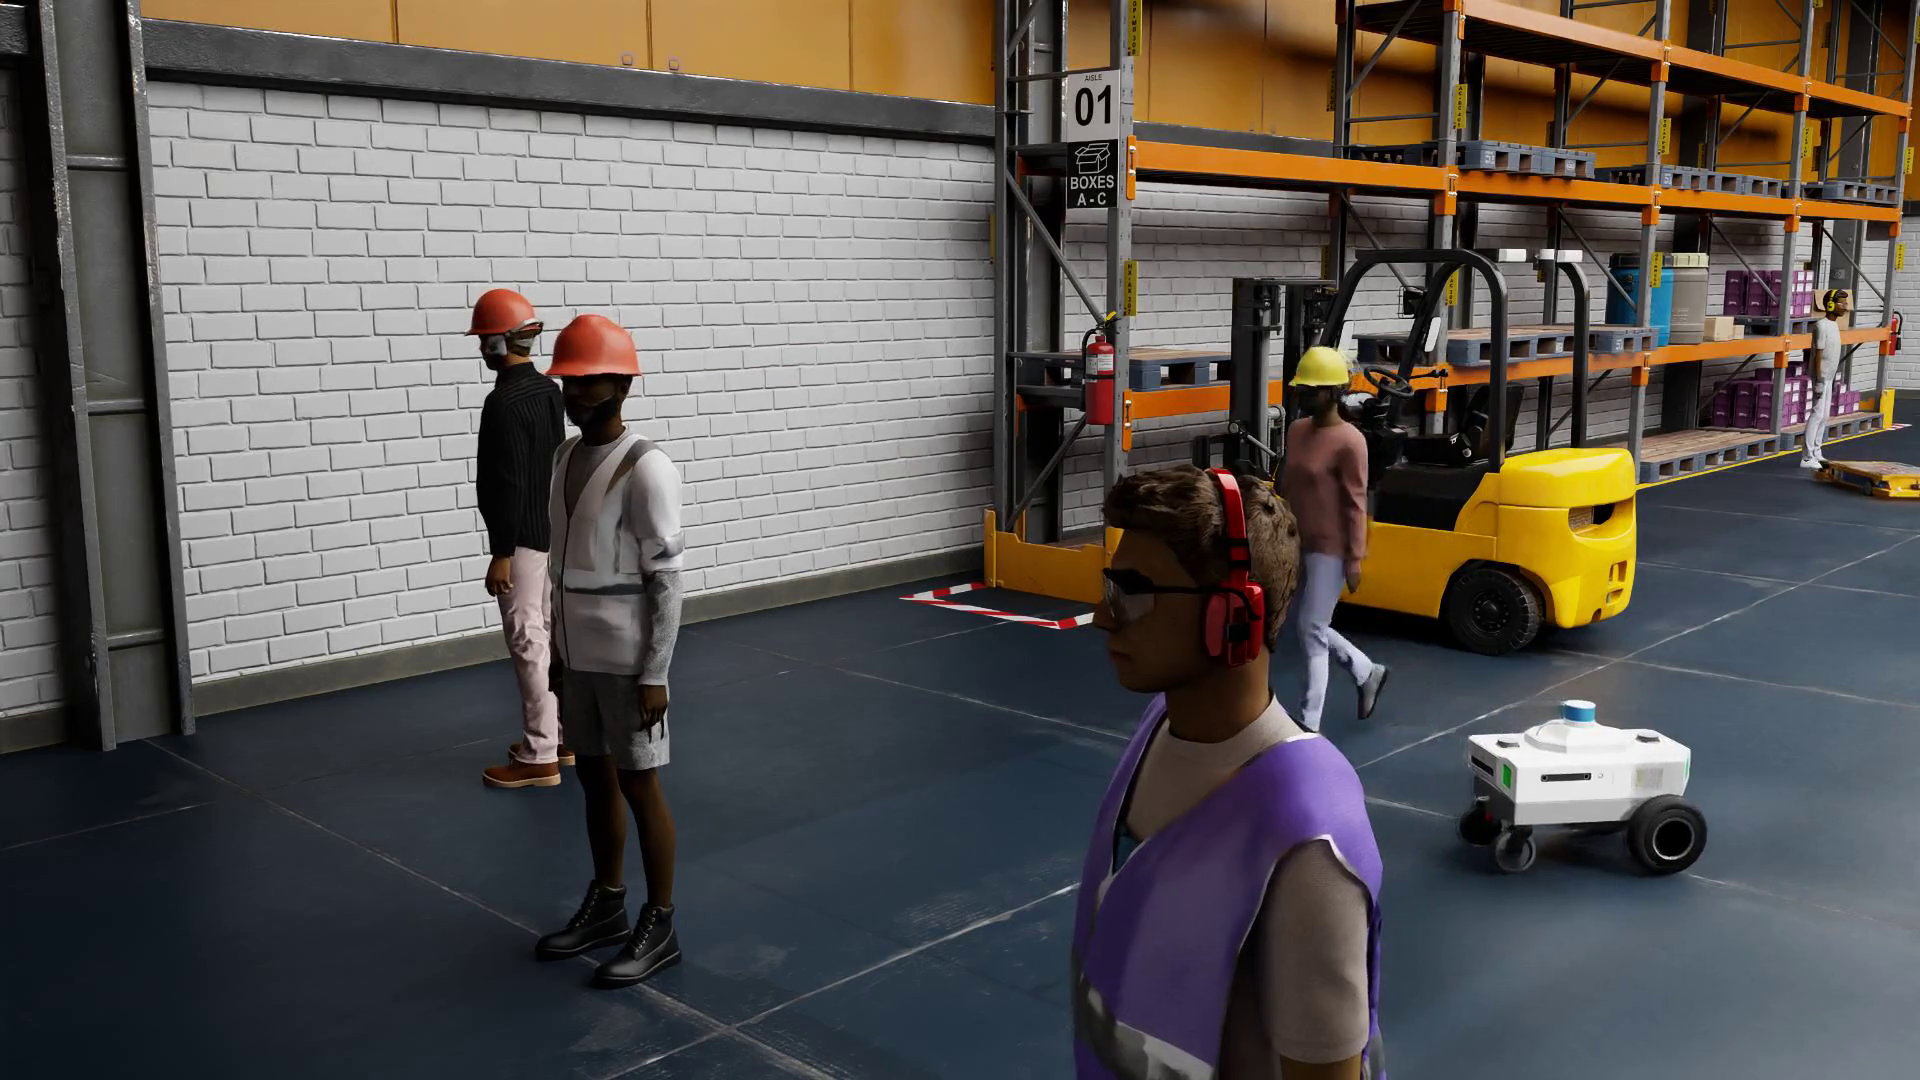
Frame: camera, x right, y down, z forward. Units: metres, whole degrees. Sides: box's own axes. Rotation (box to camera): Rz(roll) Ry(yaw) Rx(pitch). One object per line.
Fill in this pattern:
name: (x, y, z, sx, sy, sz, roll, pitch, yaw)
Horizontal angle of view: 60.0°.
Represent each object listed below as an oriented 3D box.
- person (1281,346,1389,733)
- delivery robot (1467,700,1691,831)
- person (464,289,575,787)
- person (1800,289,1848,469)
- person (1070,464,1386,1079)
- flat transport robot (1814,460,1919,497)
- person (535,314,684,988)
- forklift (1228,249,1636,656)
person: (1.613, 0.033, 7.198, 0.619, 1.749, 0.533, -3, 10, -20)
delivery robot: (2.158, 0.806, 5.828, 0.707, 0.478, 0.477, -1, 9, -7)
person: (-1.769, -0.006, 6.694, 0.396, 1.990, 0.622, 1, 9, 5)
person: (8.985, -1.662, 17.268, 0.323, 1.861, 0.511, 8, 12, 41)
person: (0.317, 0.825, 2.047, 0.389, 1.847, 0.563, -2, 9, -11)
flat transport robot: (8.607, -0.576, 15.453, 0.652, 0.197, 1.431, 0, 9, 2)
person: (-1.037, 0.322, 4.840, 0.551, 1.940, 0.349, 9, 13, 43)
forklift: (2.710, -0.584, 9.626, 2.313, 2.155, 1.214, 9, 13, 43)
